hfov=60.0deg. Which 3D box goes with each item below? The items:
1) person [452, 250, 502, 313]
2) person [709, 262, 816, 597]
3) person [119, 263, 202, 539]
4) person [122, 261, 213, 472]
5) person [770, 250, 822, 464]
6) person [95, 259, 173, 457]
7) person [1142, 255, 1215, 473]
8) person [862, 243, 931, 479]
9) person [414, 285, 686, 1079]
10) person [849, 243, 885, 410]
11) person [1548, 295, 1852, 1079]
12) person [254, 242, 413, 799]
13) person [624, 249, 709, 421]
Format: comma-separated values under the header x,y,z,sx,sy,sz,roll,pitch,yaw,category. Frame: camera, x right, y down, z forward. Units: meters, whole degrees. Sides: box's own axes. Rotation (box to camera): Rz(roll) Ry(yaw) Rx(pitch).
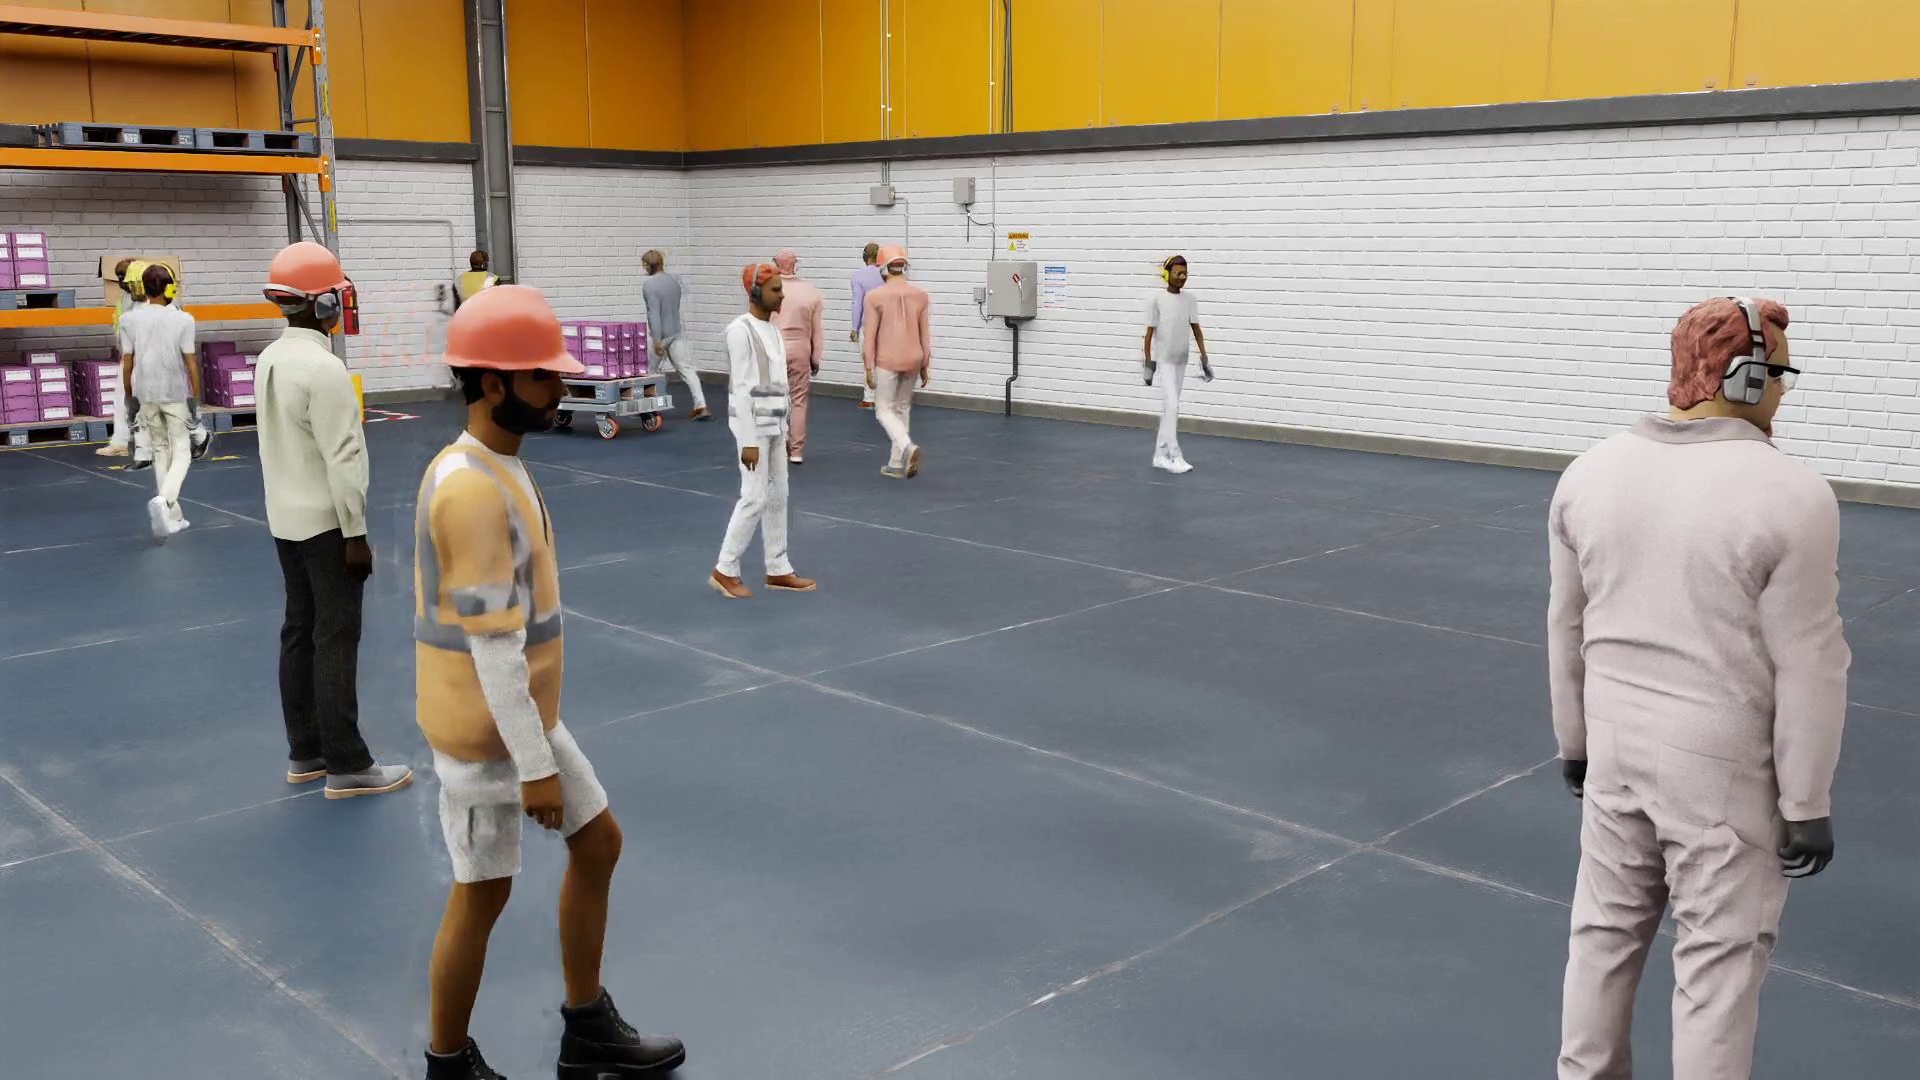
x,y,z,sx,sy,sz,roll,pitch,yaw,category
-5.755,-2.555,20.022,0.625,1.843,0.430,2,11,10,person
-1.113,-0.607,9.335,0.456,1.889,0.584,3,11,17,person
-5.348,-0.917,11.107,0.513,1.845,0.765,-1,10,-6,person
-6.940,-1.515,14.459,0.597,1.810,0.757,5,11,24,person
-1.557,-1.625,14.804,0.682,1.888,0.560,-4,11,-21,person
-7.504,-1.631,15.091,0.621,1.802,0.797,6,12,30,person
1.906,-1.490,14.205,0.516,1.844,0.788,-7,12,-33,person
-0.494,-1.448,13.667,0.620,1.965,0.783,-6,12,-29,person
-0.920,0.397,3.735,0.750,1.910,0.562,-1,10,-6,person
-1.004,-2.480,19.382,0.645,1.931,0.379,-7,13,-34,person
1.519,0.457,3.433,0.403,1.904,0.637,-6,12,-29,person
-2.305,-0.065,6.015,0.613,1.997,0.374,10,14,43,person
-3.204,-2.219,18.135,1.062,1.878,0.644,6,12,29,person
